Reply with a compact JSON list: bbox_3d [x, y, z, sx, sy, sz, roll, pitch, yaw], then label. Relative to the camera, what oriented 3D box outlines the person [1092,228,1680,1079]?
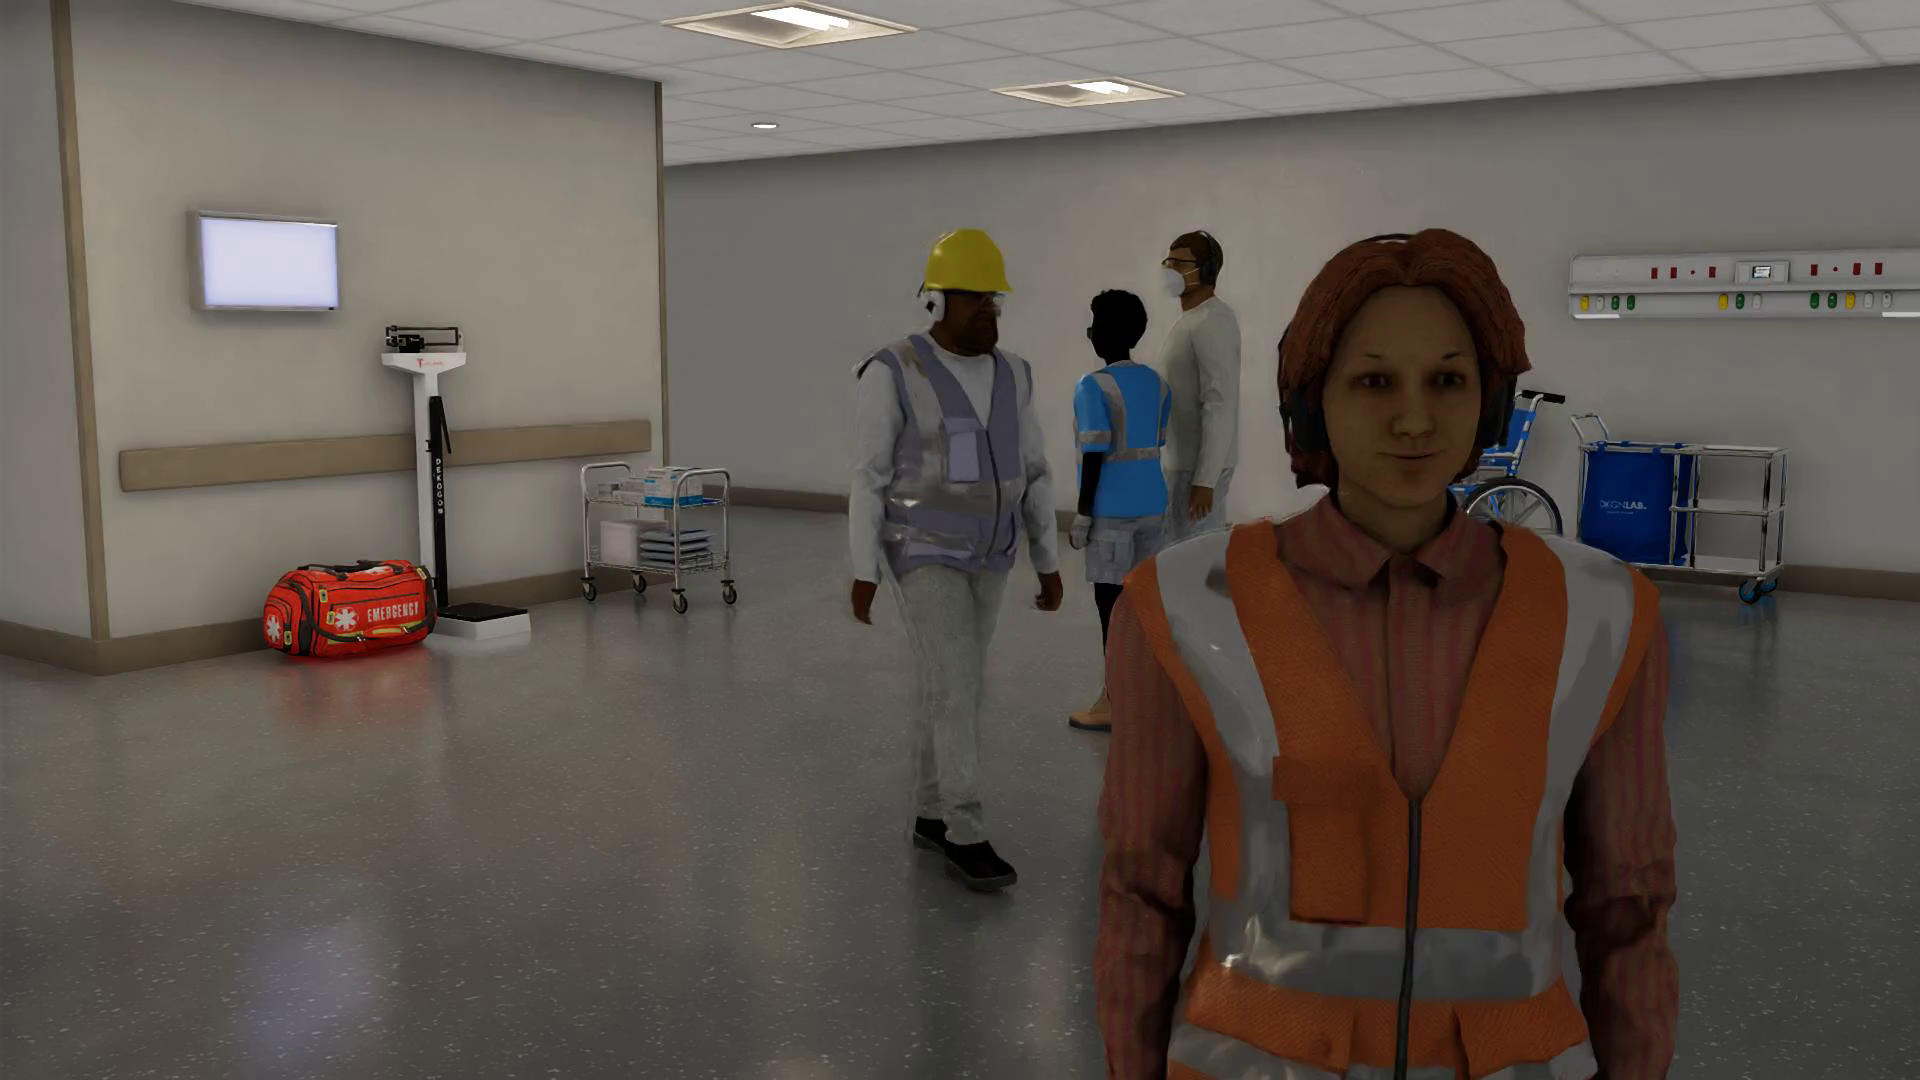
[{"bbox_3d":[0.382,0.530,1.575,0.521,1.620,0.677,0,7,2],"label":"person"}]

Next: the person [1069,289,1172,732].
[{"bbox_3d":[0.613,-0.110,6.406,0.322,1.696,0.536,6,9,40],"label":"person"}]

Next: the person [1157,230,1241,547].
[{"bbox_3d":[0.942,-0.272,6.738,0.361,1.939,0.635,0,7,-3],"label":"person"}]

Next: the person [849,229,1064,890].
[{"bbox_3d":[0.061,0.051,4.637,0.627,1.807,0.704,-6,9,-40],"label":"person"}]
